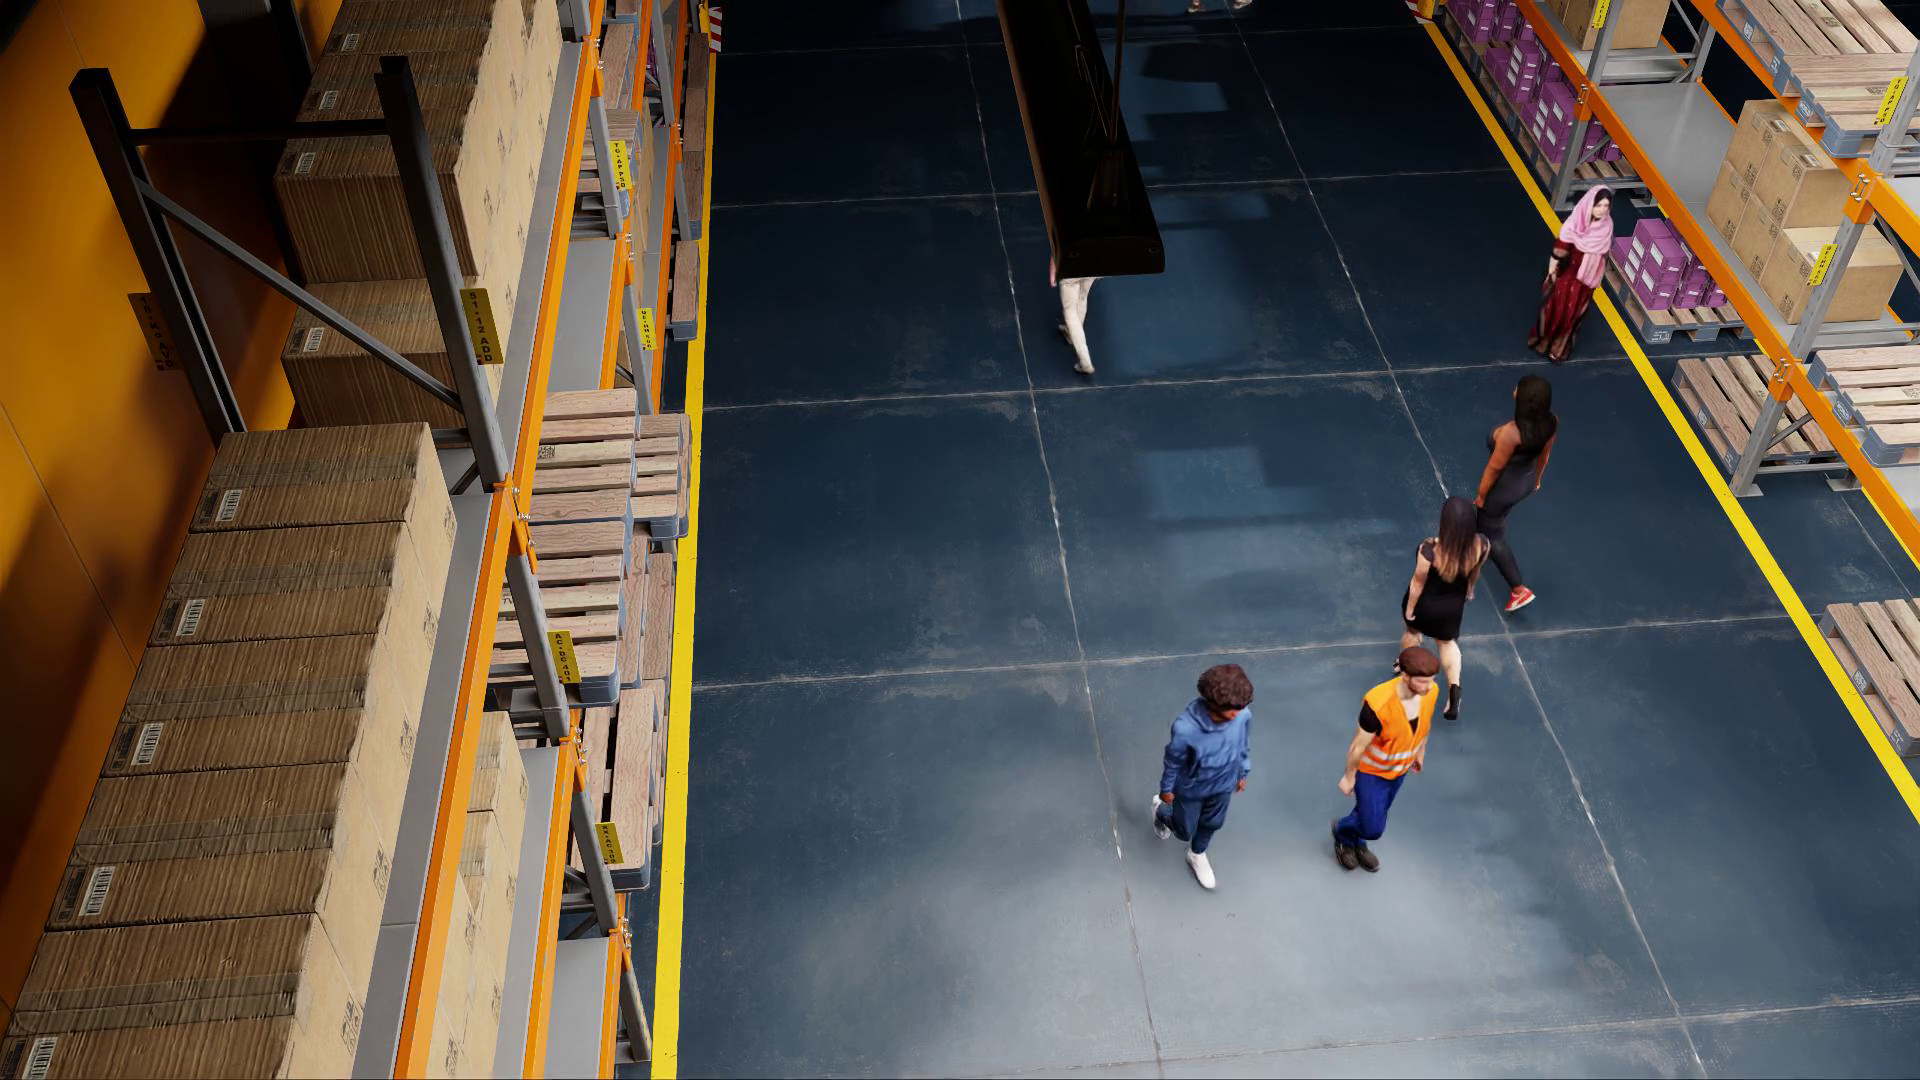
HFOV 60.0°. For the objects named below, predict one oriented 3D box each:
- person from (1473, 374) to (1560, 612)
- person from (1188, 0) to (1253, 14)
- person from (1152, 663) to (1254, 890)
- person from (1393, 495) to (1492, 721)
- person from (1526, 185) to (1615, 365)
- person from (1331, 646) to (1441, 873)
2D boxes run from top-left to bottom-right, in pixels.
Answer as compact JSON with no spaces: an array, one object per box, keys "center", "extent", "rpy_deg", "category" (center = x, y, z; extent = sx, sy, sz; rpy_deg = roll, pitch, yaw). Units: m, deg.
[{"center":[3.790,-0.318,11.351],"extent":[1.004,1.787,1.256],"rpy_deg":[-22,48,-22],"category":"person"},{"center":[2.772,-6.371,17.942],"extent":[0.864,1.459,1.002],"rpy_deg":[-18,47,-18],"category":"person"},{"center":[1.368,1.309,9.643],"extent":[0.834,1.786,0.919],"rpy_deg":[-17,46,-17],"category":"person"},{"center":[3.089,0.456,10.605],"extent":[0.699,1.694,0.973],"rpy_deg":[-8,44,-8],"category":"person"},{"center":[4.918,-2.180,13.410],"extent":[0.700,1.642,0.656],"rpy_deg":[-6,44,-6],"category":"person"},{"center":[2.397,1.227,9.666],"extent":[0.819,1.873,0.831],"rpy_deg":[-22,48,-22],"category":"person"}]
